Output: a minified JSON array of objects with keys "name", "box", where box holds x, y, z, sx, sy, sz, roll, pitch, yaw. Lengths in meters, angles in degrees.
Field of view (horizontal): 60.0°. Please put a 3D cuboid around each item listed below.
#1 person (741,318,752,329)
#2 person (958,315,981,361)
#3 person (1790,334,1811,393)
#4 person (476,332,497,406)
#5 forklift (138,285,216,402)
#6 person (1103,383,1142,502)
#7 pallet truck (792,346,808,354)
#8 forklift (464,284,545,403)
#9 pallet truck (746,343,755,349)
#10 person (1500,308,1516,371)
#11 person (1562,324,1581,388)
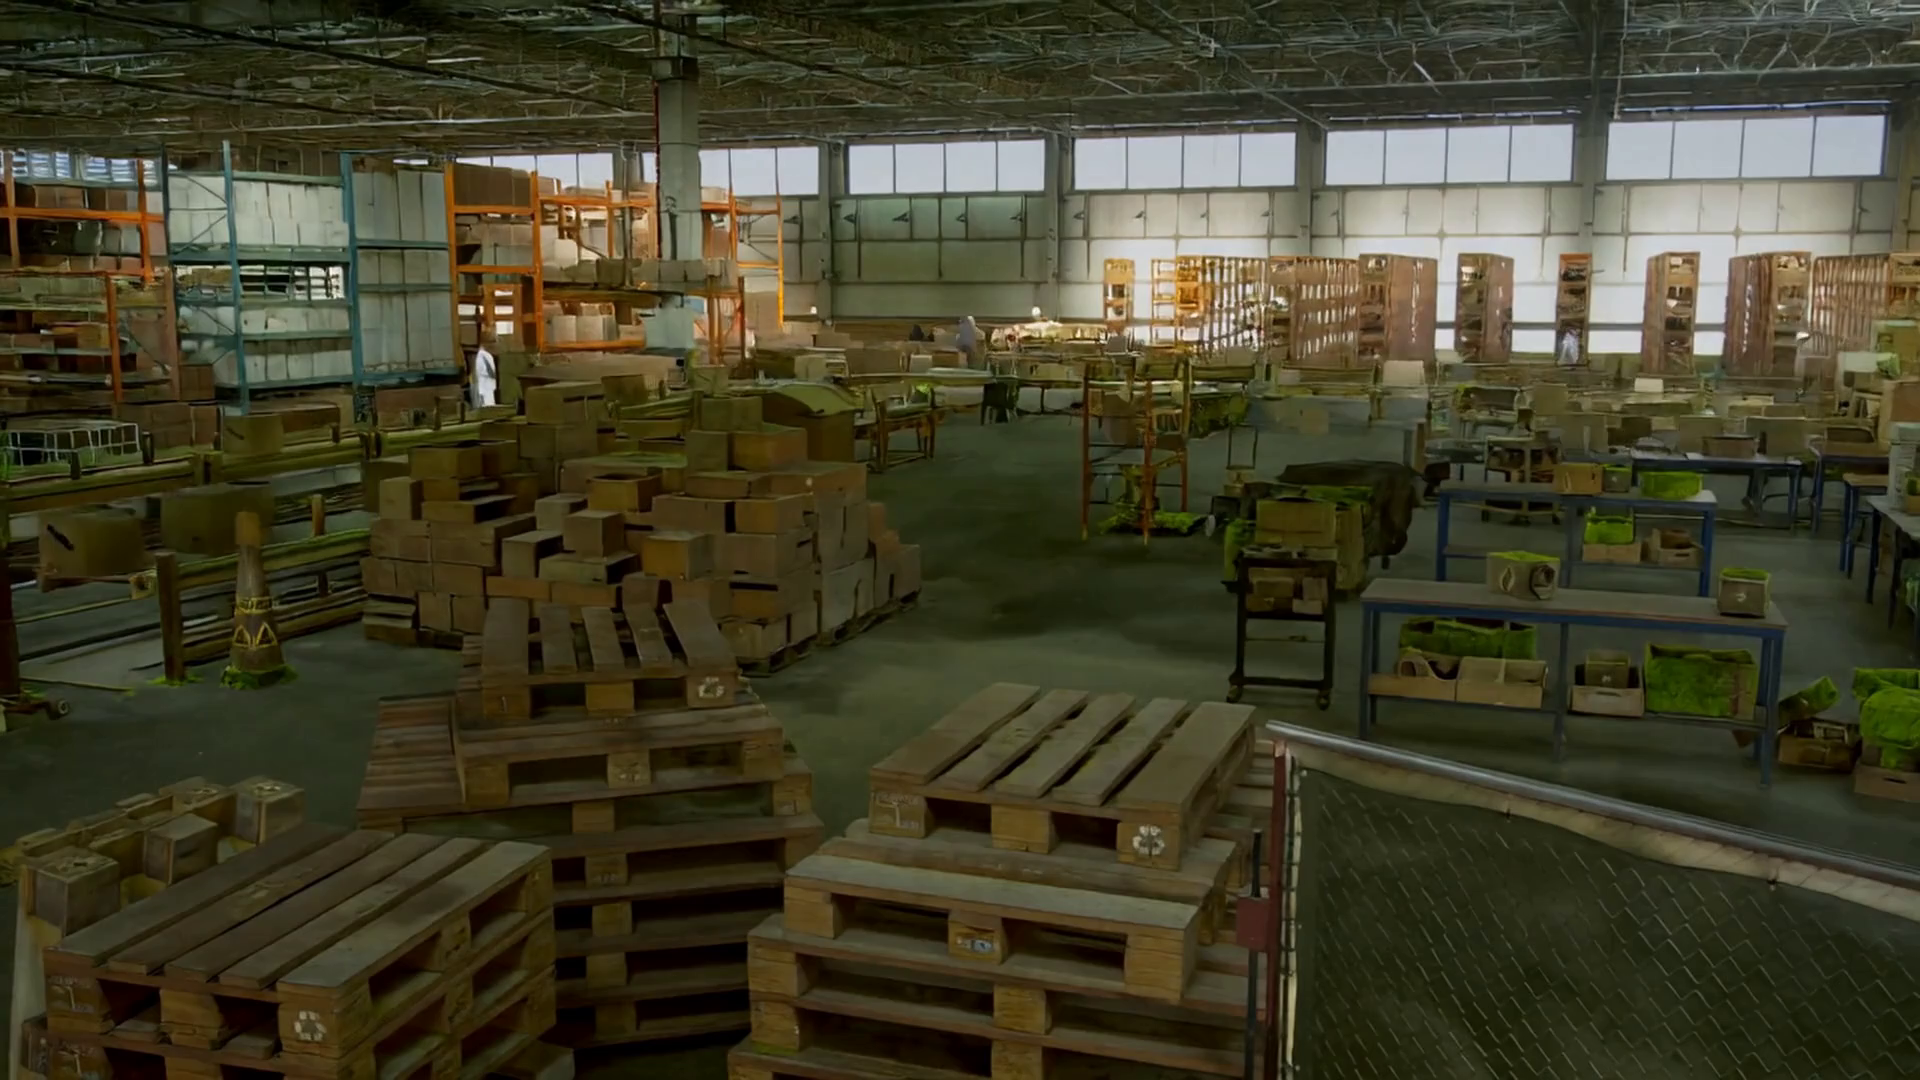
[{"name":"person","box":[-6.073,-5.602,48.654,0.673,1.805,0.620,-1,9,-8]},{"name":"person","box":[0.326,-5.594,48.392,0.857,1.870,0.641,6,11,33]},{"name":"person","box":[18.936,-3.765,37.391,0.943,1.714,0.519,5,10,27]},{"name":"person","box":[-8.275,-2.625,29.174,0.359,2.047,0.615,-1,9,-3]},{"name":"forklift","box":[-17.480,-4.200,36.461,1.873,2.768,1.129,3,10,19]},{"name":"person","box":[2.179,-1.284,22.116,0.508,1.611,0.586,8,12,40]},{"name":"pallet truck","box":[-3.705,-4.298,42.022,0.653,1.274,1.630,3,10,20]},{"name":"forklift","box":[-10.832,-4.702,39.610,1.129,2.768,1.873,3,10,20]},{"name":"pallet truck","box":[-6.183,-4.618,44.264,1.601,1.201,0.680,-9,12,-43]},{"name":"person","box":[16.611,-6.002,50.402,0.387,2.039,0.614,-1,9,-9]},{"name":"person","box":[15.074,-4.425,41.175,0.738,1.827,0.579,7,11,36]}]
